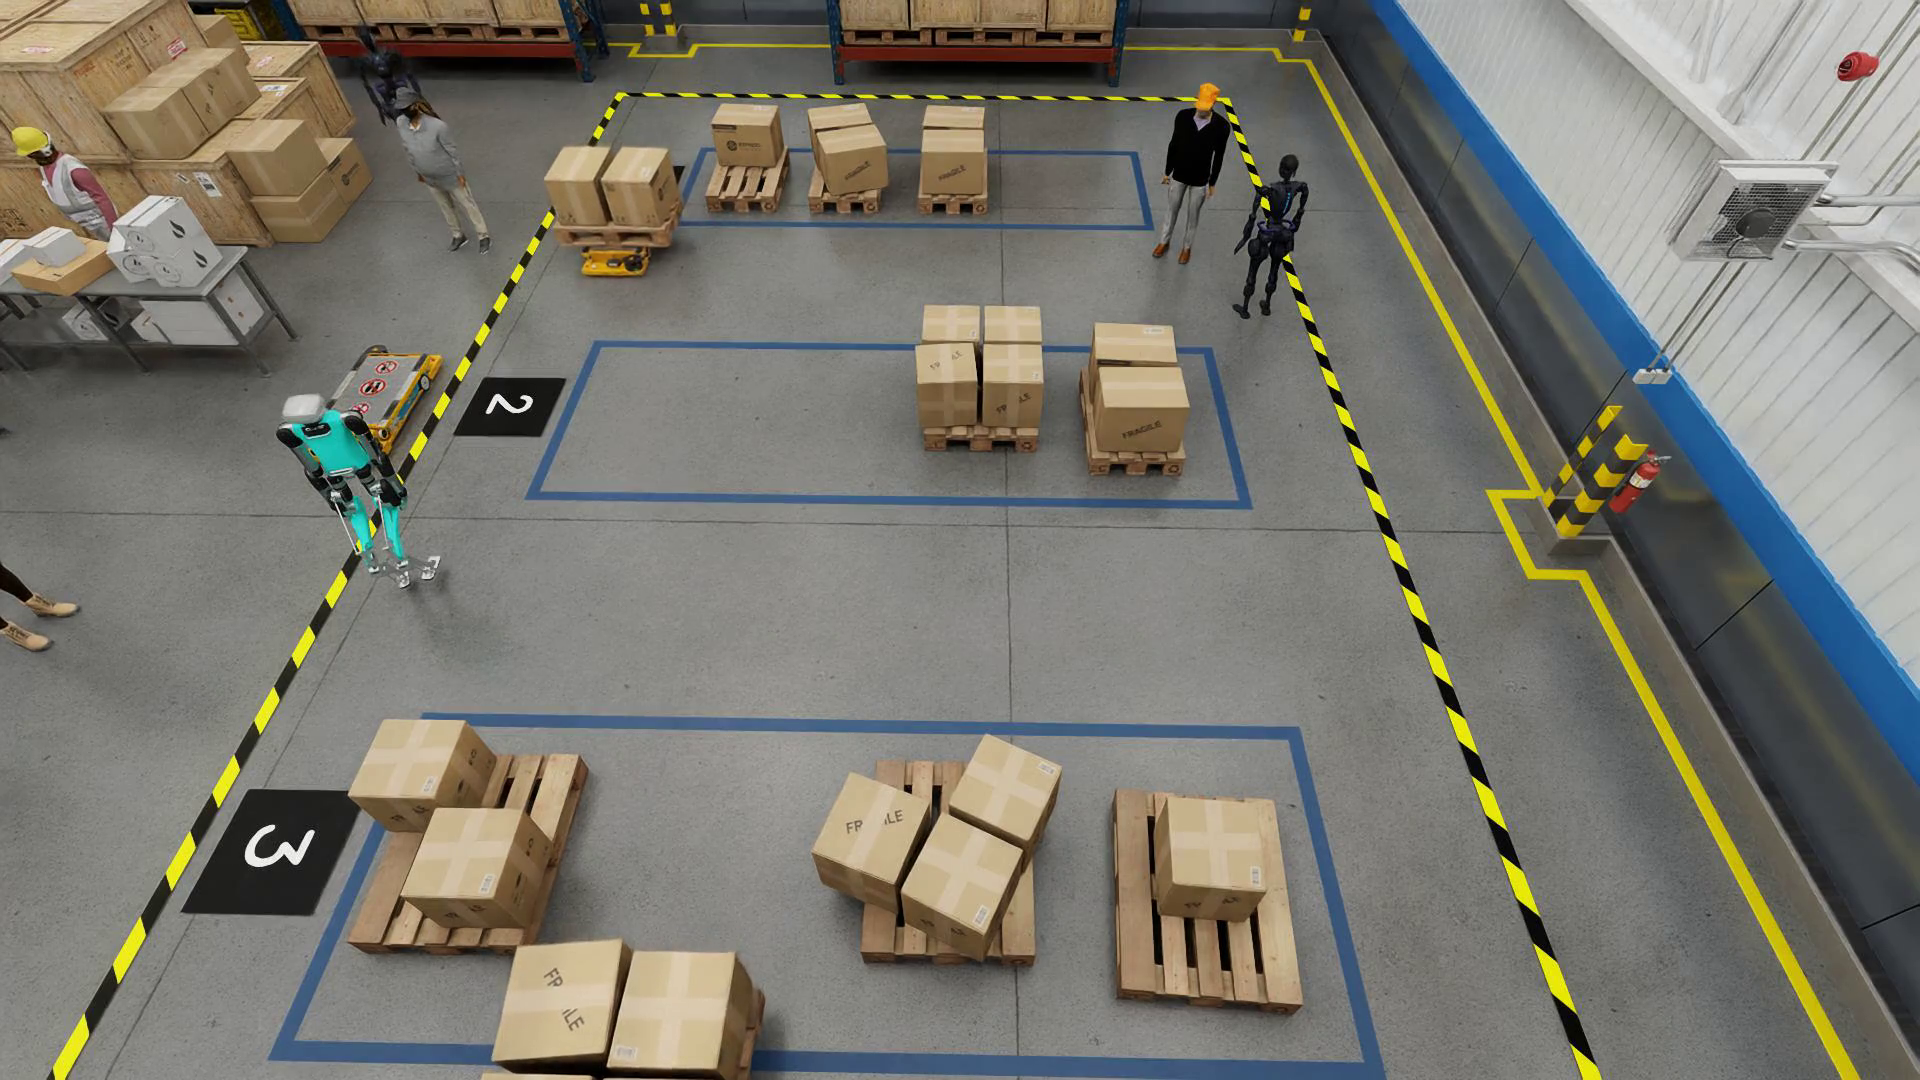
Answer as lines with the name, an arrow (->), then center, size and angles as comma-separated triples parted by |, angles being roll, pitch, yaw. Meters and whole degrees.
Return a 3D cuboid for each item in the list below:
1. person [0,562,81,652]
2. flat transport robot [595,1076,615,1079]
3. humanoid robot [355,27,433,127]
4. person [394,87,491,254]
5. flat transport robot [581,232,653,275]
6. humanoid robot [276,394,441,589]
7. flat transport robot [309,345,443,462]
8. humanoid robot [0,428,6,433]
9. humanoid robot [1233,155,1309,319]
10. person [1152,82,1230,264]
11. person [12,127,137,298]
person -> -6.925, -0.001, 6.214 | 0.396, 2.032, 0.604 | 4, 50, 3
flat transport robot -> -1.682, 2.963, 4.842 | 0.652, 0.197, 1.431 | 1, 50, 1
humanoid robot -> -6.655, -5.220, 10.895 | 0.588, 1.626, 0.786 | -25, 54, -19
person -> -5.469, -3.883, 9.668 | 0.563, 1.770, 0.396 | 6, 50, 5
flat transport robot -> -3.730, -3.448, 10.266 | 0.652, 0.197, 1.431 | 1, 50, 1
humanoid robot -> -4.243, -0.208, 6.492 | 0.533, 1.677, 0.735 | -13, 51, -11
flat transport robot -> -5.383, -1.269, 8.441 | 0.659, 0.231, 1.431 | 1, 50, 1
humanoid robot -> -9.013, -1.463, 7.715 | 0.780, 1.631, 0.591 | 11, 51, 9
humanoid robot -> 3.011, -2.935, 8.920 | 0.599, 1.653, 0.315 | -6, 50, -5
person -> 2.395, -3.782, 9.510 | 0.584, 1.884, 0.368 | 21, 53, 17
person -> -8.532, -3.181, 9.041 | 0.588, 1.822, 0.403 | 20, 53, 16
